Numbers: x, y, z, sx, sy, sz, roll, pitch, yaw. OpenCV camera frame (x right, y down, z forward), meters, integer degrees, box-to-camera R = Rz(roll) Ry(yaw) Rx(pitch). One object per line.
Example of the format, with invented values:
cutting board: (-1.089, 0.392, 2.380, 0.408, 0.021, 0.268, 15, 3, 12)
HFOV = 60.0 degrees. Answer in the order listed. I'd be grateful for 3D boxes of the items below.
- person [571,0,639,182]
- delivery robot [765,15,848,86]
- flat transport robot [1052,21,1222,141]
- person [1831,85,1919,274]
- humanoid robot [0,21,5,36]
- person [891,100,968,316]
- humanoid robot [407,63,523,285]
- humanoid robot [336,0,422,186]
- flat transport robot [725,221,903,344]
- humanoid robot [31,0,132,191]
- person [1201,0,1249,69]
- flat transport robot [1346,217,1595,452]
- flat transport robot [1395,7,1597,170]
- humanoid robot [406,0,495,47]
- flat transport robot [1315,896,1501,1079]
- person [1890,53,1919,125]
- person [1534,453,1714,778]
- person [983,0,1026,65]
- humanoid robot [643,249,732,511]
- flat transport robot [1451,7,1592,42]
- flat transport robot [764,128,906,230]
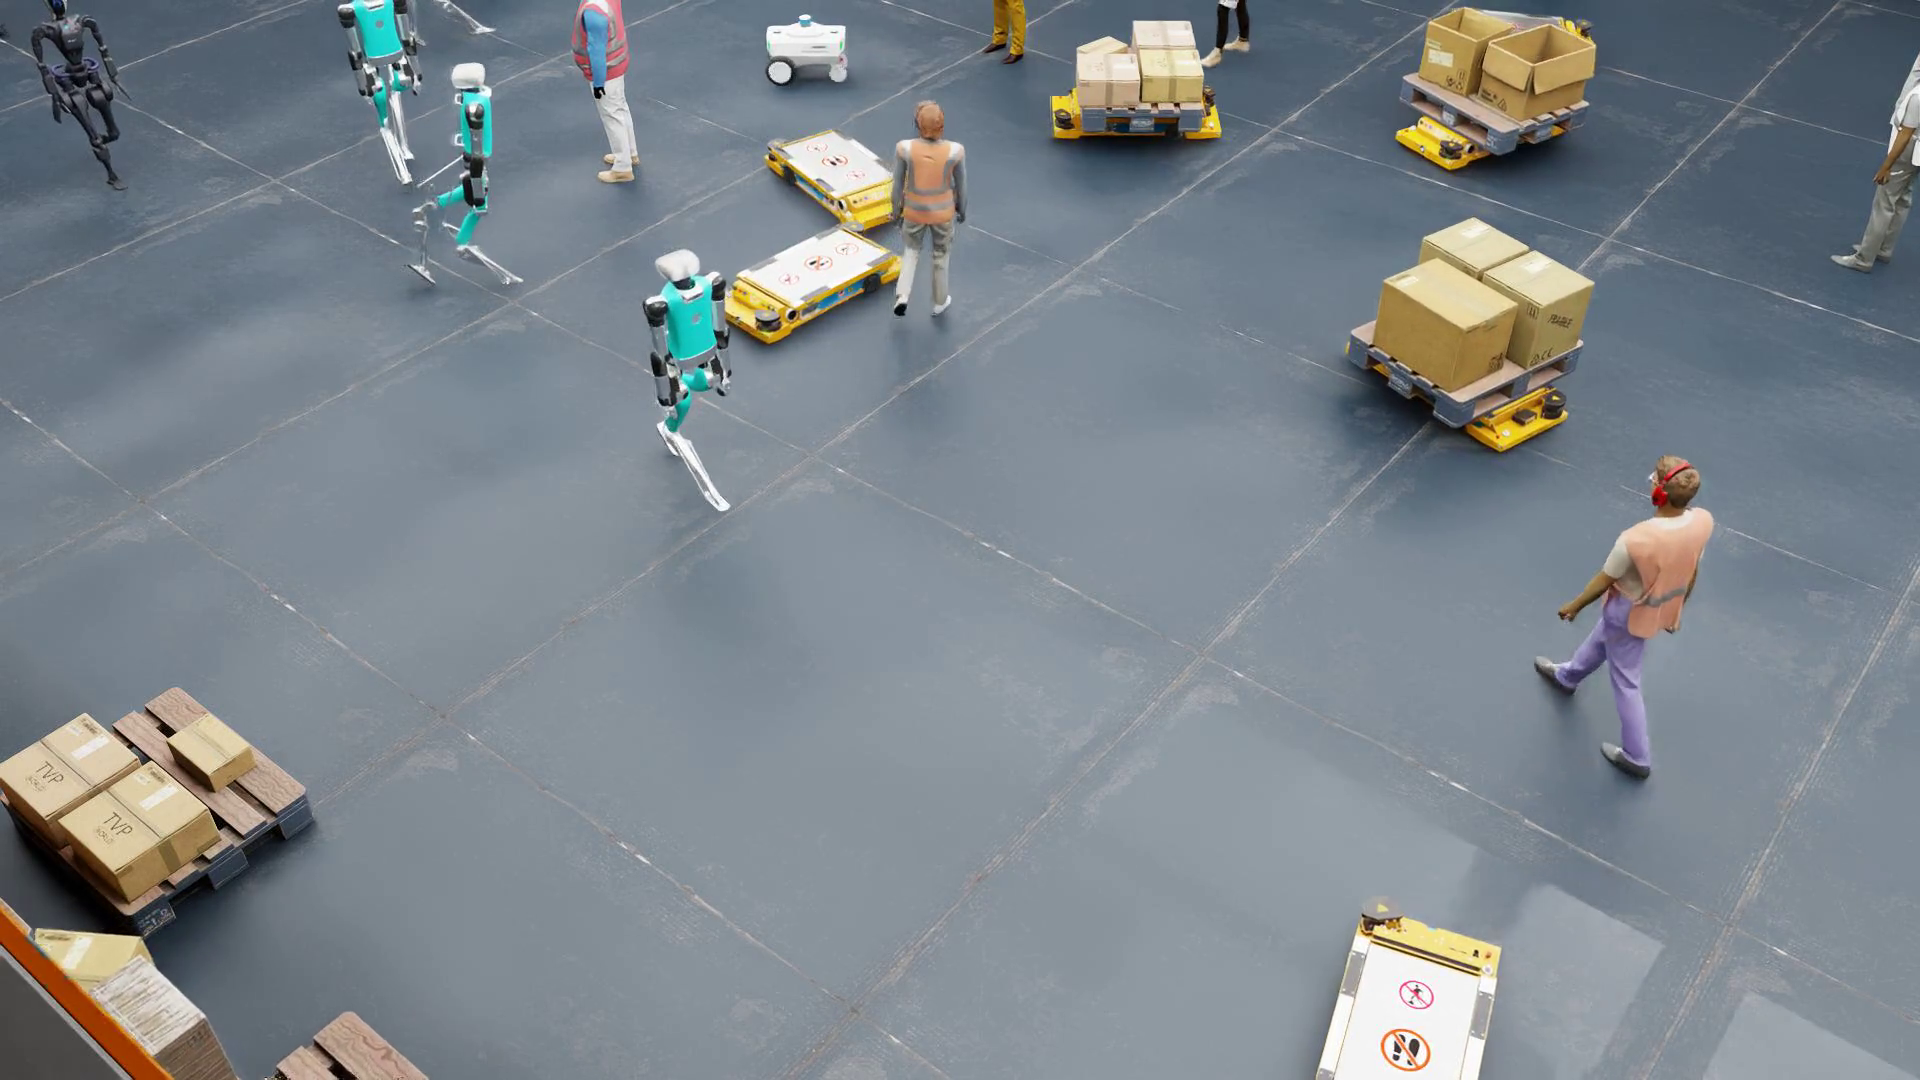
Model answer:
person: (-2.860, -3.773, 13.315, 0.431, 1.836, 0.629, -1, 40, -1)
delivery robot: (-1.426, -4.458, 15.116, 0.790, 0.614, 0.499, 0, 40, 0)
flat transport robot: (1.525, -3.715, 14.448, 1.431, 0.231, 0.659, 0, 40, 0)
person: (6.944, -2.805, 12.169, 0.560, 1.836, 0.400, -27, 47, -28)
humanoid robot: (-9.435, -5.394, 15.348, 0.399, 1.638, 0.653, 22, 45, 23)
person: (-0.224, -2.279, 11.711, 0.511, 1.622, 0.440, 6, 41, 7)
humanoid robot: (-3.759, -2.541, 11.970, 0.999, 1.770, 0.532, -7, 41, -9)
humanoid robot: (-4.620, -3.734, 13.329, 0.542, 1.755, 0.957, -23, 45, -24)
flat transport robot: (-1.100, -1.927, 12.345, 0.659, 0.231, 1.431, 32, 50, 32)
humanoid robot: (-7.049, -3.656, 13.305, 0.597, 1.630, 0.639, -33, 50, -32)
person: (2.462, -5.137, 15.045, 0.599, 1.666, 0.548, -7, 41, -9)
flat transport robot: (3.395, -1.123, 11.399, 0.659, 0.231, 1.431, -24, 46, -26)
flat transport robot: (4.504, -3.540, 14.242, 1.431, 0.231, 0.659, -21, 45, -23)
humanoid robot: (-4.948, -5.409, 15.354, 1.026, 1.782, 0.530, -17, 43, -19)
flat transport robot: (1.976, 2.264, 7.414, 0.659, 0.231, 1.431, 15, 43, 17)
person: (8.291, -4.206, 13.898, 0.320, 1.728, 0.486, -10, 41, -11)
person: (3.438, 0.339, 8.500, 0.569, 1.795, 0.951, -21, 45, -23)
person: (0.418, -5.206, 15.063, 0.343, 1.750, 0.527, -25, 46, -26)
humanoid robot: (-1.783, -1.079, 10.253, 0.531, 1.781, 1.020, -29, 48, -30)
flat transport robot: (5.191, -4.724, 15.635, 1.431, 0.231, 0.659, 9, 41, 10)
flat transport robot: (-0.966, -2.962, 13.562, 0.659, 0.231, 1.431, -24, 46, -26)
